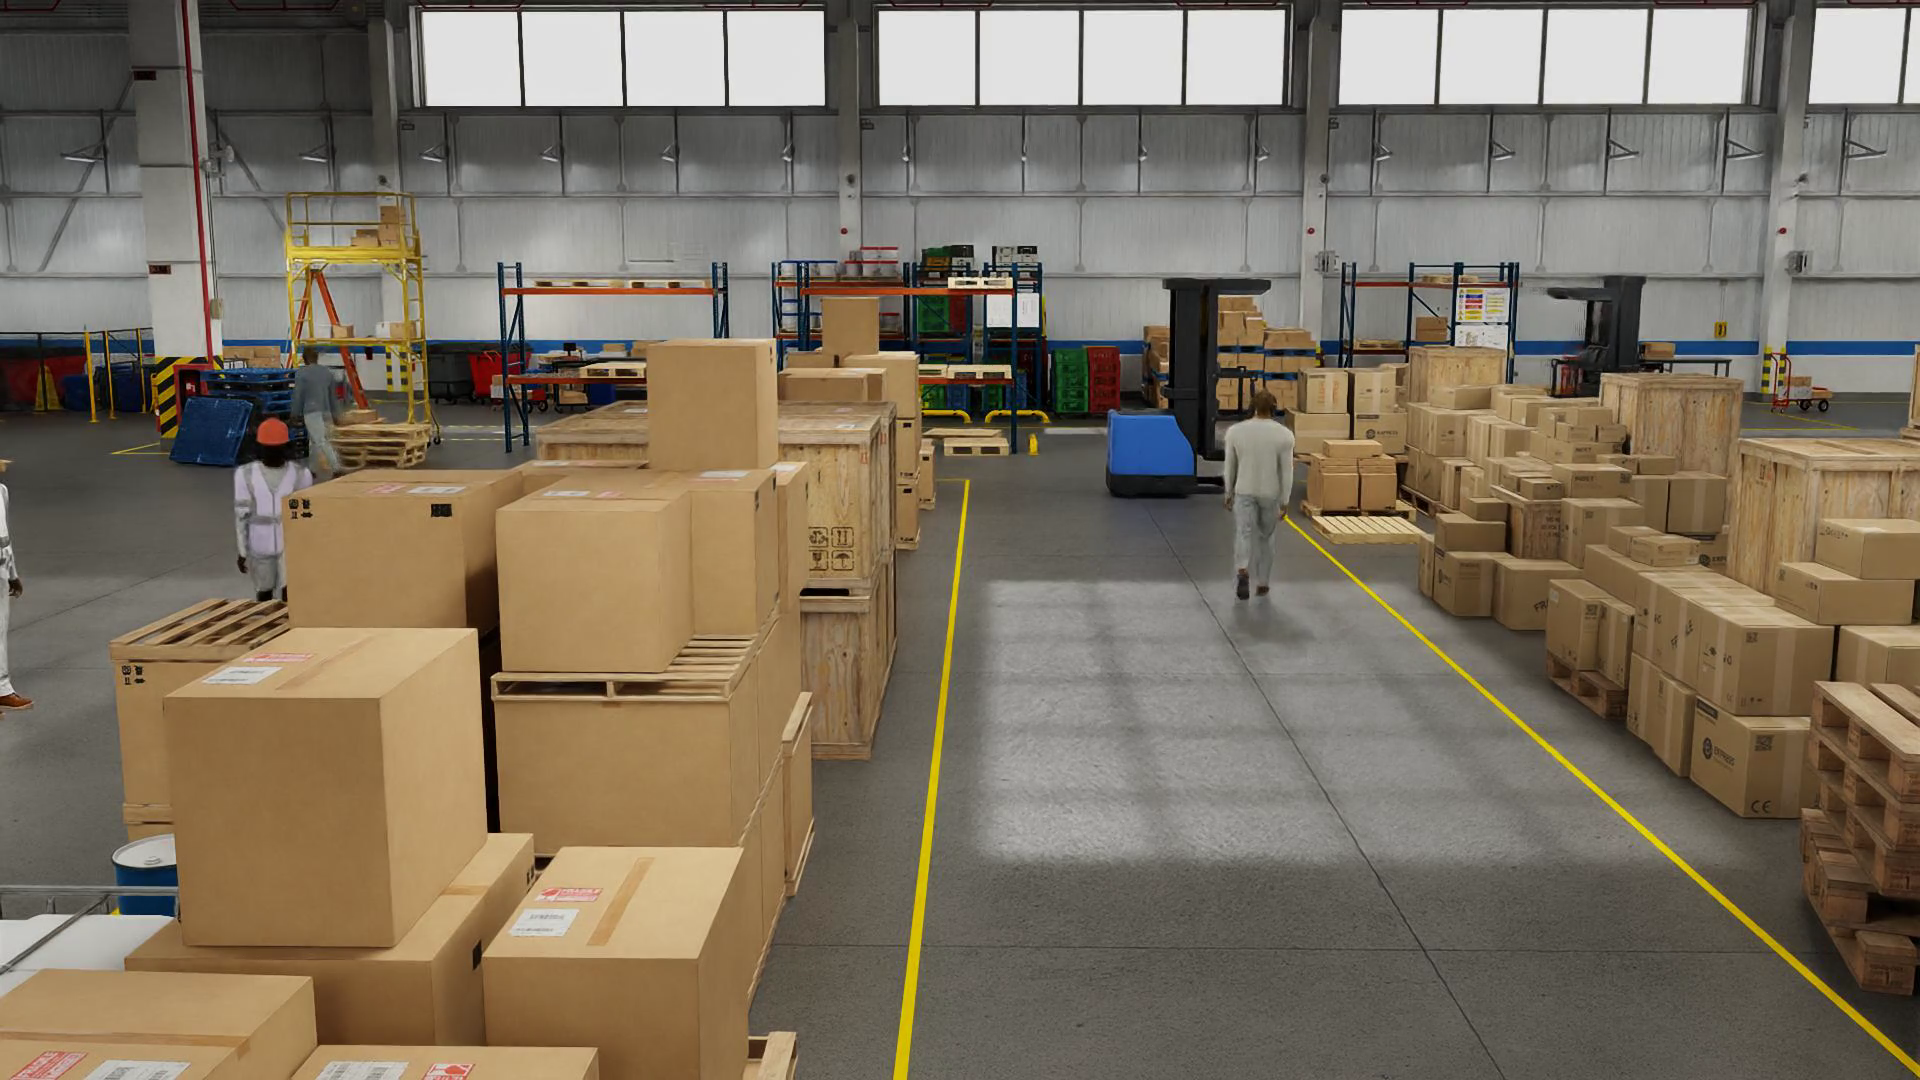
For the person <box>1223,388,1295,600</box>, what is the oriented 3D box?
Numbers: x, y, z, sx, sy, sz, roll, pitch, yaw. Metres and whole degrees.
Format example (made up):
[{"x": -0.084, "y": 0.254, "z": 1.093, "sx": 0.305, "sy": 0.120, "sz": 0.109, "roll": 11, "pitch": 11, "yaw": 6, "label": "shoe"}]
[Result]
[{"x": 2.668, "y": -0.400, "z": 14.909, "sx": 0.629, "sy": 1.921, "sz": 0.799, "roll": 2, "pitch": 10, "yaw": 11, "label": "person"}]

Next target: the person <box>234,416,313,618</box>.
[{"x": -5.099, "y": 0.018, "z": 12.422, "sx": 0.556, "sy": 1.916, "sz": 0.721, "roll": -3, "pitch": 10, "yaw": -19, "label": "person"}]

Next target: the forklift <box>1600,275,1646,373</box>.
[{"x": 10.481, "y": -2.805, "z": 26.440, "sx": 1.873, "sy": 2.768, "sz": 1.129, "roll": 0, "pitch": 9, "yaw": 1, "label": "forklift"}]

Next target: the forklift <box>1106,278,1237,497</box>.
[{"x": 2.884, "y": -2.007, "z": 21.659, "sx": 1.873, "sy": 2.768, "sz": 1.129, "roll": 0, "pitch": 9, "yaw": 1, "label": "forklift"}]

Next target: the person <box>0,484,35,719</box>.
[{"x": -6.507, "y": 0.256, "z": 11.089, "sx": 0.355, "sy": 1.883, "sz": 0.575, "roll": 1, "pitch": 10, "yaw": 8, "label": "person"}]

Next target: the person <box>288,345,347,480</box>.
[{"x": -8.910, "y": -1.760, "z": 23.149, "sx": 0.979, "sy": 1.900, "sz": 0.634, "roll": 4, "pitch": 10, "yaw": 21, "label": "person"}]
